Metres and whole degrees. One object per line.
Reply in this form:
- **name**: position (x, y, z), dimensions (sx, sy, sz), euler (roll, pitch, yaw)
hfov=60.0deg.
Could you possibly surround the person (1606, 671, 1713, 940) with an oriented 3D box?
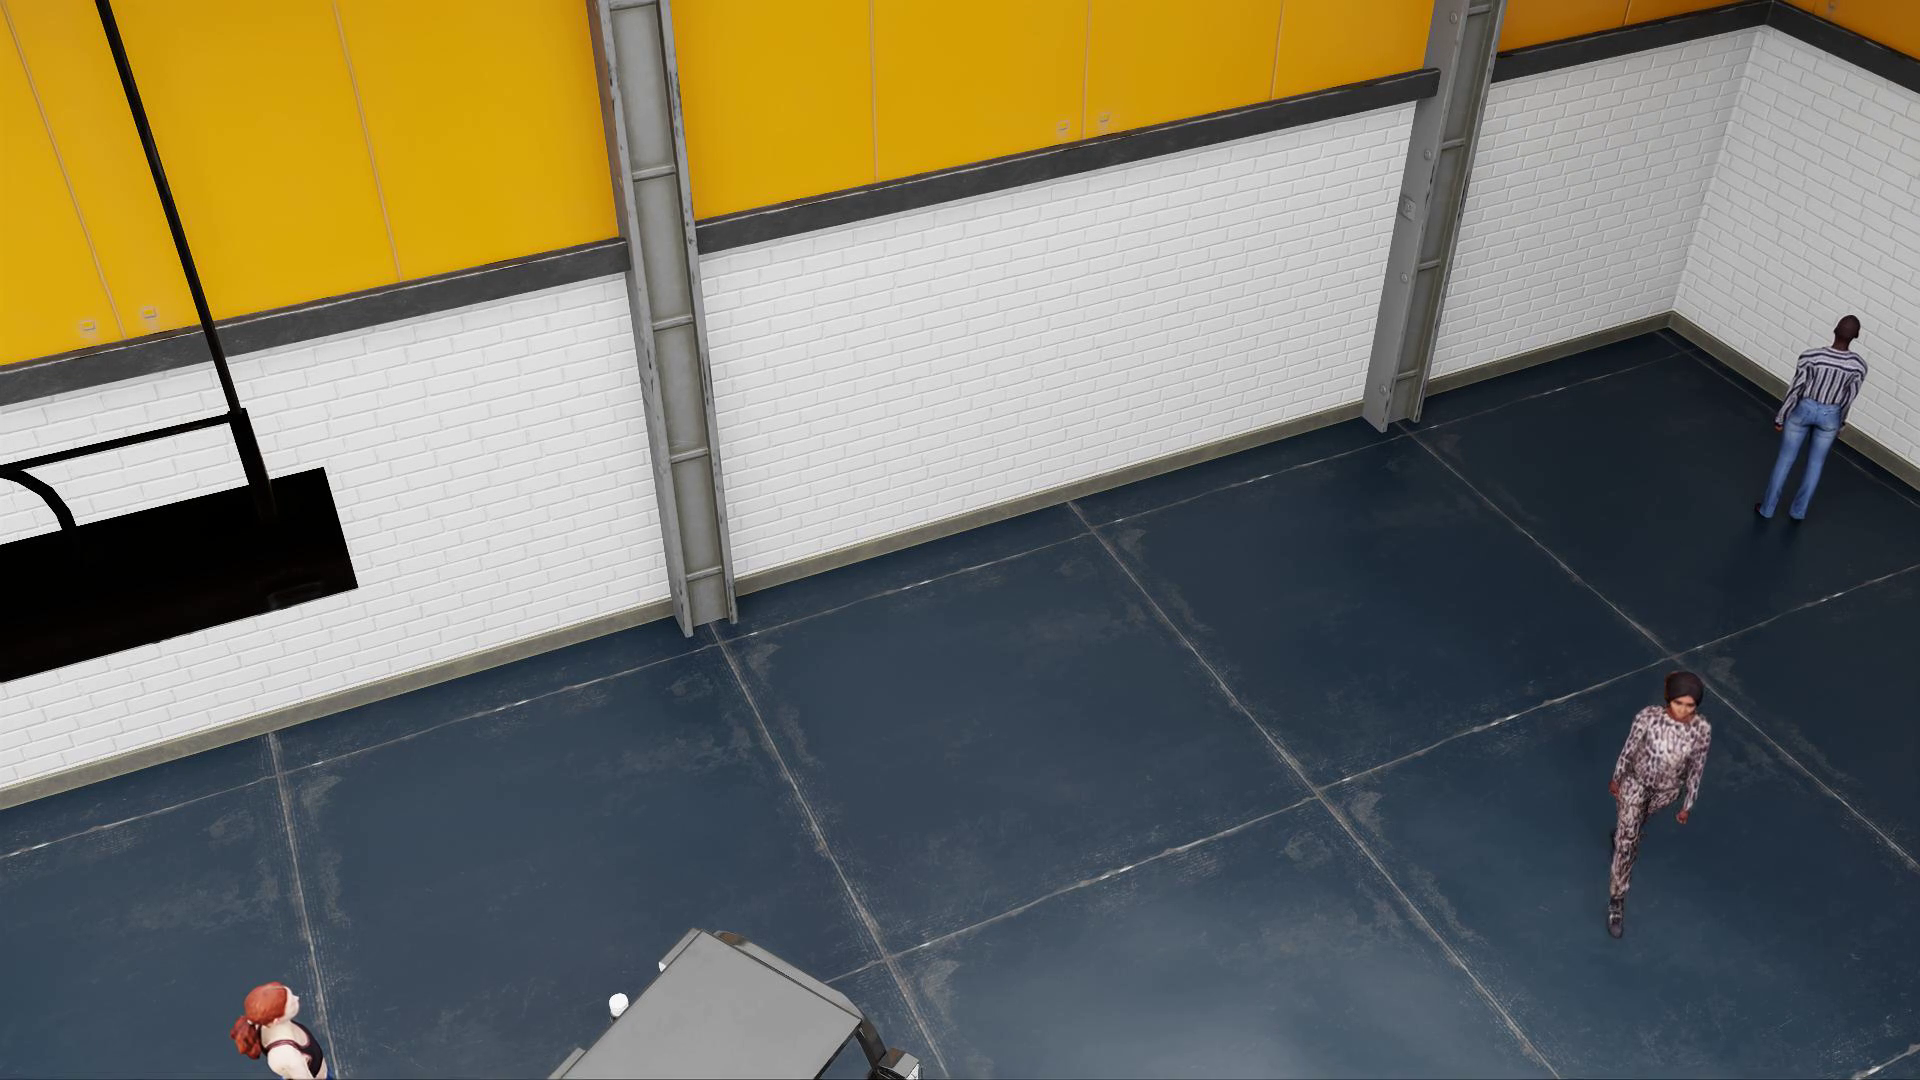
- **person**: position (3.988, 1.385, 9.592), dimensions (1.100, 1.666, 1.115), euler (10, 40, 12)

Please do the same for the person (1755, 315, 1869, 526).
- **person**: position (6.321, -0.876, 12.320), dimensions (0.684, 1.796, 0.750), euler (12, 40, 14)

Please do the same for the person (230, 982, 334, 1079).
- **person**: position (-3.060, 2.675, 7.882), dimensions (0.673, 1.785, 0.648), euler (-31, 48, -32)
